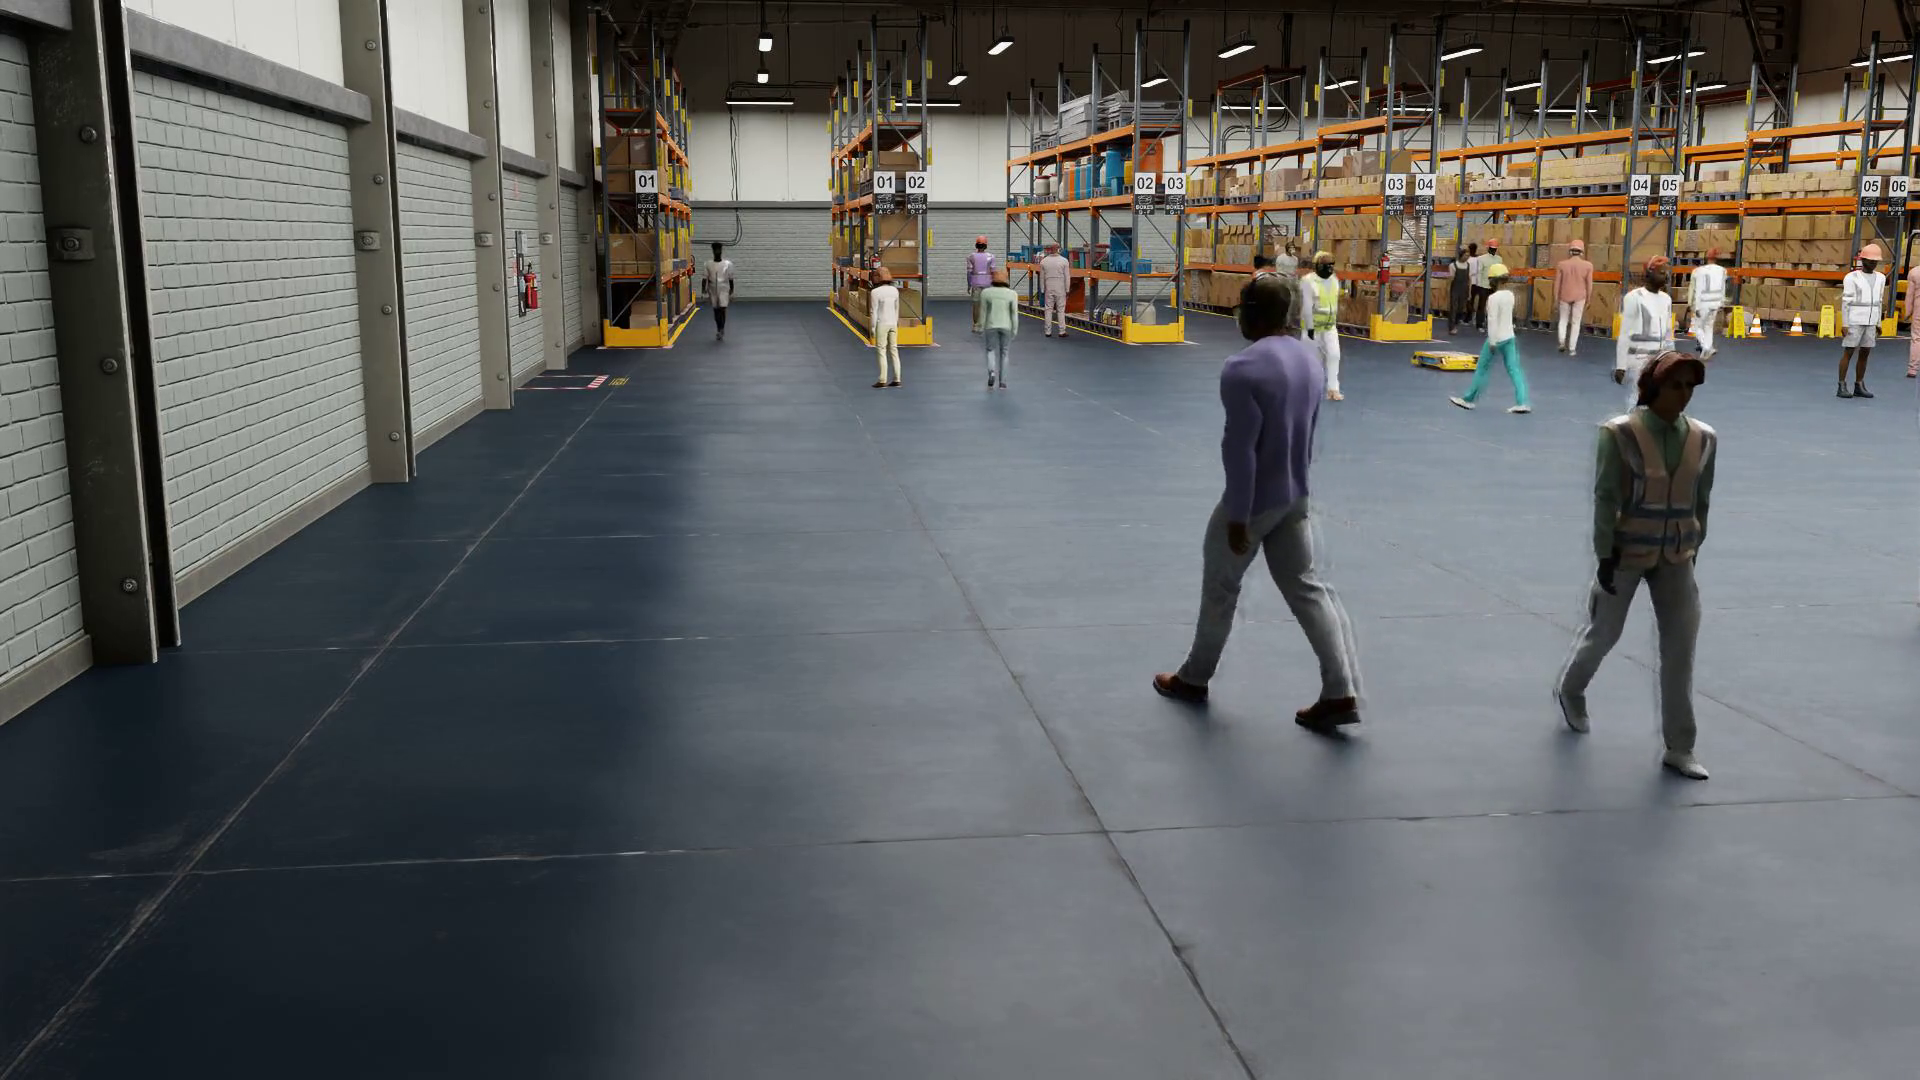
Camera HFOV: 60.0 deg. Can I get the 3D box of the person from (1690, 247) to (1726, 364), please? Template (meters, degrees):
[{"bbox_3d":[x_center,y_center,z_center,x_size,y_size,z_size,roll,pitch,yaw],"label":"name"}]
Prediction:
[{"bbox_3d":[11.928,-3.726,26.490,0.581,1.867,0.461,-4,11,-19],"label":"person"}]

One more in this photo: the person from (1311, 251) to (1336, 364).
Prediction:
[{"bbox_3d":[5.373,-3.355,24.605,0.598,1.816,0.585,-10,14,-43],"label":"person"}]

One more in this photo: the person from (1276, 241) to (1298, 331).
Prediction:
[{"bbox_3d":[7.082,-5.494,36.024,0.625,1.934,0.364,-7,13,-34],"label":"person"}]

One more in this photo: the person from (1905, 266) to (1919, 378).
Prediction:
[{"bbox_3d":[13.951,-3.277,23.924,0.636,1.911,0.406,7,12,32],"label":"person"}]

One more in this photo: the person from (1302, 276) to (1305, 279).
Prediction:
[{"bbox_3d":[10.023,-7.613,47.688,0.543,1.913,0.616,-2,10,-10],"label":"person"}]

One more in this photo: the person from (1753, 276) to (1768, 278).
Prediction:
[{"bbox_3d":[19.393,-6.231,40.359,0.523,1.831,0.958,-2,11,-10],"label":"person"}]

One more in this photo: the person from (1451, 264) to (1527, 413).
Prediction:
[{"bbox_3d":[6.207,-2.331,19.274,0.528,1.715,0.943,-8,13,-39],"label":"person"}]

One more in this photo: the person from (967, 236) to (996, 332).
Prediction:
[{"bbox_3d":[0.454,-5.426,35.334,0.615,2.043,0.373,0,10,2],"label":"person"}]

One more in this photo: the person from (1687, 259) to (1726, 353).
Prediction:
[{"bbox_3d":[12.976,-4.142,28.911,0.609,1.812,0.470,2,11,13],"label":"person"}]

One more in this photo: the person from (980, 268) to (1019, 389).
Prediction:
[{"bbox_3d":[0.526,-2.820,22.216,0.516,1.619,0.392,1,10,6],"label":"person"}]

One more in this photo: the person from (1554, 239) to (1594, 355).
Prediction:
[{"bbox_3d":[10.536,-4.162,28.587,0.618,1.980,0.459,5,12,26],"label":"person"}]

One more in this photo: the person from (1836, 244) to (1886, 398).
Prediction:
[{"bbox_3d":[11.388,-2.750,20.960,0.550,1.933,0.375,-2,10,-8],"label":"person"}]

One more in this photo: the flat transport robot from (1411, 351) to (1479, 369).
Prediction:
[{"bbox_3d":[7.561,-2.794,25.763,0.652,0.197,1.431,-1,10,-6],"label":"flat transport robot"}]

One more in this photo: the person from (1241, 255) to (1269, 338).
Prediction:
[{"bbox_3d":[6.001,-4.839,33.104,0.530,1.675,0.760,-10,14,-43],"label":"person"}]

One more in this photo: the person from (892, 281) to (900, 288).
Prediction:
[{"bbox_3d":[-1.888,-7.179,46.065,0.507,1.632,0.272,-2,11,-13],"label":"person"}]

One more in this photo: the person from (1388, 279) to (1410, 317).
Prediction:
[{"bbox_3d":[10.150,-5.771,38.400,0.514,1.610,0.743,0,10,1],"label":"person"}]

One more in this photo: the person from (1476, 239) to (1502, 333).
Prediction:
[{"bbox_3d":[11.201,-5.367,35.169,0.611,1.985,0.393,-3,11,-17],"label":"person"}]

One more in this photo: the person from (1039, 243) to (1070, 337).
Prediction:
[{"bbox_3d":[1.940,-5.063,33.736,0.639,1.902,0.407,4,11,20],"label":"person"}]

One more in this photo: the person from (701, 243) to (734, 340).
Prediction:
[{"bbox_3d":[-4.797,-4.920,32.946,0.613,1.915,1.026,0,10,3],"label":"person"}]

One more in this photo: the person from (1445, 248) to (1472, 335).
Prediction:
[{"bbox_3d":[10.395,-5.202,34.769,0.530,1.809,0.727,-1,10,-8],"label":"person"}]

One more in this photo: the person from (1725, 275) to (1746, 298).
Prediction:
[{"bbox_3d":[20.949,-7.113,44.908,0.594,1.922,0.384,-1,10,-8],"label":"person"}]

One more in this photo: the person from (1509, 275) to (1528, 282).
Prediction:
[{"bbox_3d":[15.053,-7.072,44.783,0.556,1.896,0.970,-1,10,-7],"label":"person"}]

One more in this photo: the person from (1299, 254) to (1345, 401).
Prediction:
[{"bbox_3d":[4.487,-2.613,20.537,0.629,1.813,0.727,-5,12,-26],"label":"person"}]

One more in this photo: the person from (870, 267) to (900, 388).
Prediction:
[{"bbox_3d":[-1.011,-2.862,22.430,0.294,1.625,0.500,10,14,44],"label":"person"}]

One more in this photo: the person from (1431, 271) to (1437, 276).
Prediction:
[{"bbox_3d":[13.878,-7.812,48.814,0.713,1.908,0.584,2,11,11],"label":"person"}]

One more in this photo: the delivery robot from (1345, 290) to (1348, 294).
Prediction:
[{"bbox_3d":[11.696,-7.346,49.681,0.707,0.478,0.477,6,12,31],"label":"delivery robot"}]

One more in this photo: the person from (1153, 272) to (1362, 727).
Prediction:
[{"bbox_3d":[1.295,-0.168,6.951,0.650,1.890,1.038,-9,14,-40],"label":"person"}]

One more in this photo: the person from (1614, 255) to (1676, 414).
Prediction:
[{"bbox_3d":[6.000,-1.510,14.342,0.615,1.862,0.676,-7,13,-35],"label":"person"}]

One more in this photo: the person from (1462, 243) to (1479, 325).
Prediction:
[{"bbox_3d":[11.675,-5.833,37.963,0.605,1.900,0.735,-2,10,-8],"label":"person"}]

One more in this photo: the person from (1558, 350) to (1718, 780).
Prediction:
[{"bbox_3d":[2.651,0.052,6.501,0.516,1.604,0.803,-1,10,-5],"label":"person"}]
